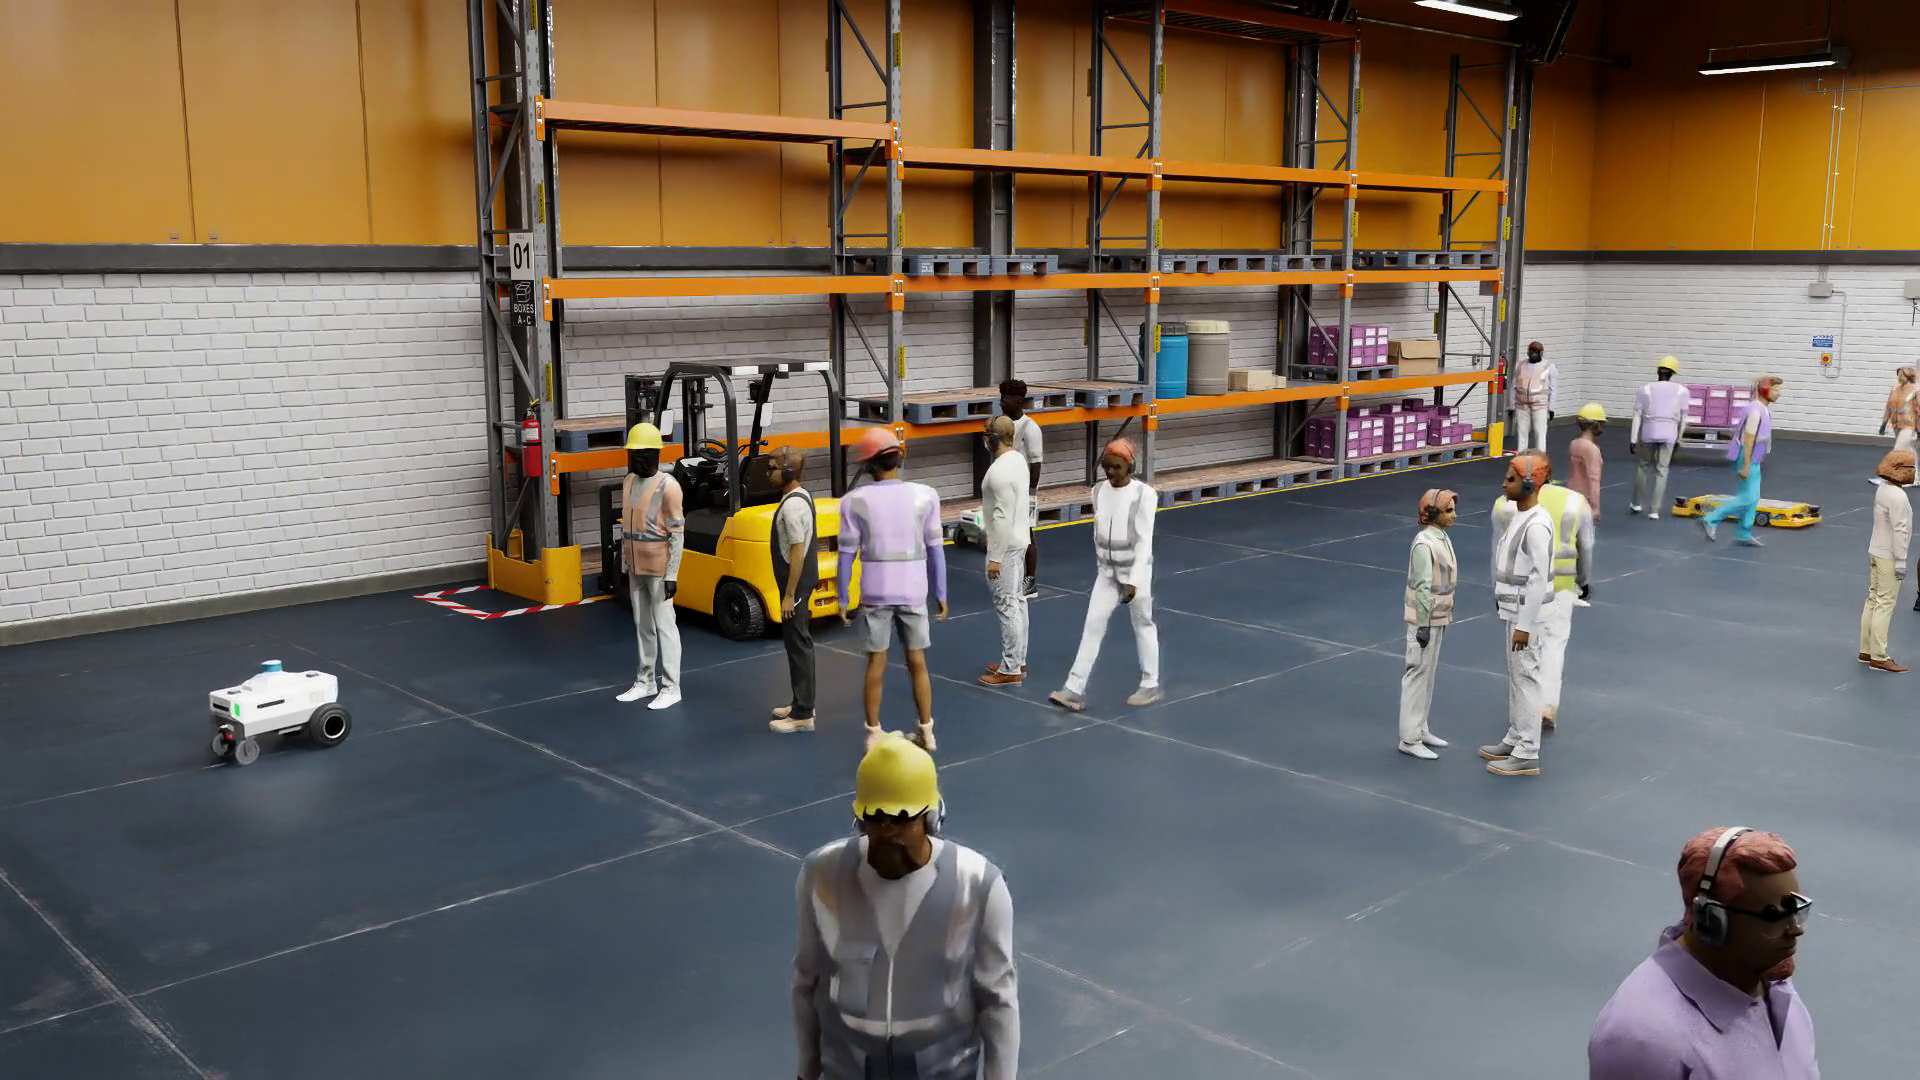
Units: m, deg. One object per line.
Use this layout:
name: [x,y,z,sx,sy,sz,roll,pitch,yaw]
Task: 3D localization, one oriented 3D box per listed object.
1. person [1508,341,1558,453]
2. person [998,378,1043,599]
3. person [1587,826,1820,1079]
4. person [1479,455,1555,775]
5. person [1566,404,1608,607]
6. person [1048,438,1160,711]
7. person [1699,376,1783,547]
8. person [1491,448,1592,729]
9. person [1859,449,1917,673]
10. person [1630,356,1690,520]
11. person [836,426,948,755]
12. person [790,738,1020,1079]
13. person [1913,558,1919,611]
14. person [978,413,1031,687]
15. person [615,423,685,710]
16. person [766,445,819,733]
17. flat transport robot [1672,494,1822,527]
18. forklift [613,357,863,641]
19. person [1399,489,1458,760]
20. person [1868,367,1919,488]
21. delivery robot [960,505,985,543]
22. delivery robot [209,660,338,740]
person: [8.054,-1.874,23.457,0.656,1.842,0.434,7,12,36]
person: [0.499,-0.457,14.769,0.363,1.963,0.612,-5,11,-27]
person: [1.546,1.511,3.427,0.638,1.909,0.407,-9,13,-42]
person: [3.296,0.440,9.764,0.353,1.883,0.572,2,10,12]
person: [5.476,-0.304,14.566,0.388,1.734,0.679,0,10,0]
person: [1.033,0.244,11.038,0.576,1.833,0.942,9,13,41]
person: [8.155,-0.815,17.329,0.626,1.817,0.576,6,11,31]
person: [3.787,0.298,10.885,0.637,1.792,0.980,3,10,19]
person: [6.843,0.144,12.228,0.281,1.633,0.500,2,10,13]
person: [8.134,-1.202,19.385,0.598,1.879,0.912,3,10,19]
person: [-0.410,0.319,10.103,0.680,2.023,0.458,-2,10,-9]
person: [-0.164,1.415,4.273,0.621,1.801,0.821,1,10,5]
person: [8.363,-0.312,14.038,0.372,1.928,0.543,-2,10,-11]
person: [0.319,0.073,11.755,0.349,1.935,0.635,2,10,13]
person: [-2.090,0.172,11.197,0.589,1.930,0.356,8,13,41]
person: [-1.073,0.309,10.648,0.330,1.842,0.520,0,10,0]
flat transport robot: [9.042,-0.353,19.121,0.652,0.197,1.431,-8,13,-41]
forklift: [-1.847,-0.414,13.852,1.214,2.155,2.313,-9,13,-42]
person: [2.858,0.499,10.133,0.310,1.638,0.523,5,11,27]
person: [12.232,-1.460,21.708,0.855,1.589,0.535,-2,10,-9]
delivery robot: [0.356,-0.219,17.233,0.707,0.478,0.477,-7,12,-38]
delivery robot: [-4.202,0.982,10.199,0.477,0.478,0.707,7,12,37]
